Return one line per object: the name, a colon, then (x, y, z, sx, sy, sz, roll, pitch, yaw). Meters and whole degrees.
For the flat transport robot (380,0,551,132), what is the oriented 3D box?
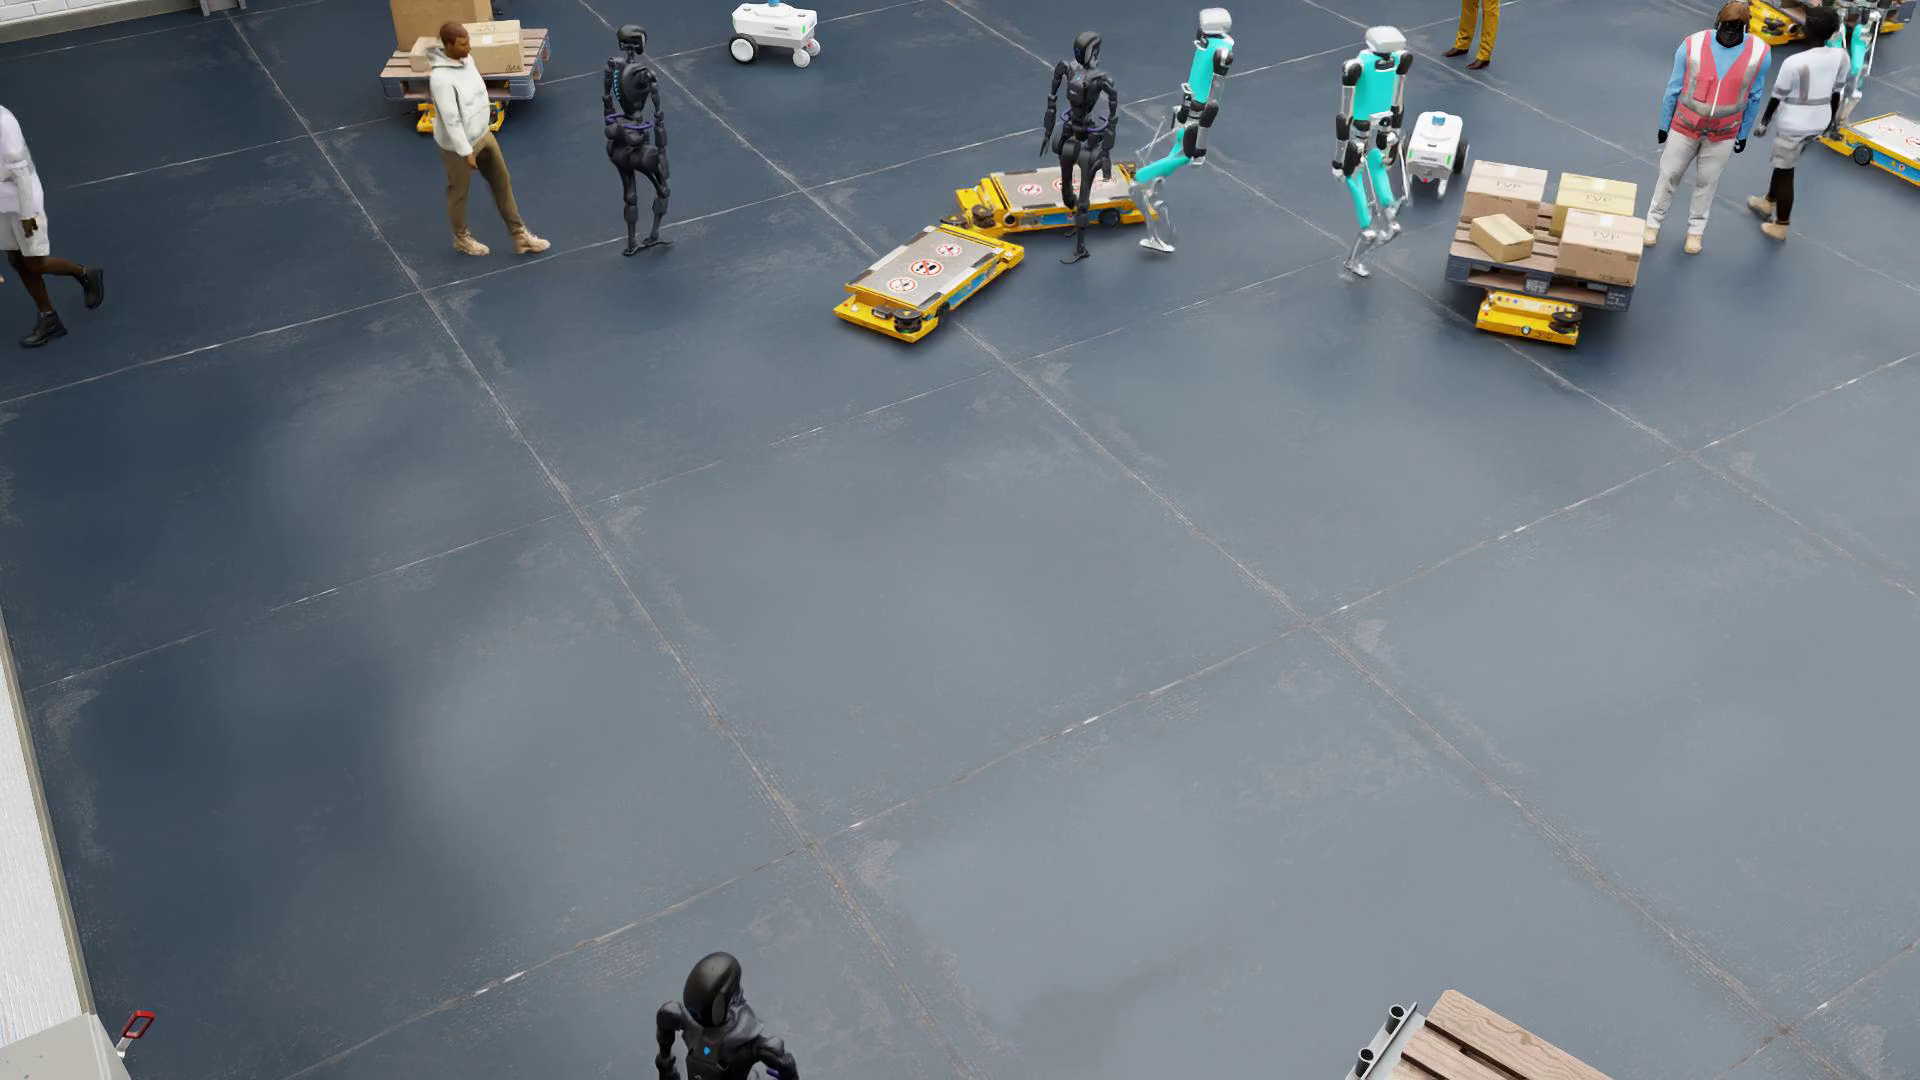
flat transport robot: (-4.135, -3.843, 14.141, 0.659, 0.231, 1.431, -1, 38, -1)

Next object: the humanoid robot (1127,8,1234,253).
humanoid robot: (1.446, -2.808, 11.684, 0.821, 1.802, 0.530, -6, 39, -7)

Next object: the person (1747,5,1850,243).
person: (5.966, -3.016, 11.966, 0.548, 1.658, 0.703, -14, 40, -17)

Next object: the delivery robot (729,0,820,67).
delivery robot: (-1.647, -4.549, 14.777, 0.745, 0.565, 0.499, 10, 39, 12)

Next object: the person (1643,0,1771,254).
person: (5.229, -2.895, 11.693, 0.628, 1.835, 0.431, 12, 40, 15)

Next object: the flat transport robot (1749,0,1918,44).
flat transport robot: (7.937, -4.862, 15.426, 1.431, 0.231, 0.659, -9, 39, -11)

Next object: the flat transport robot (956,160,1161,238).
flat transport robot: (0.737, -2.565, 12.528, 1.431, 0.231, 0.659, -8, 39, -10)

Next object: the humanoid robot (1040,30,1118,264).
humanoid robot: (0.832, -2.816, 11.726, 0.609, 1.635, 0.599, 24, 44, 27)

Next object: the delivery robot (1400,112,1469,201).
delivery robot: (3.667, -3.021, 12.885, 0.499, 0.608, 0.797, 13, 40, 15)

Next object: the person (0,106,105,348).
person: (-6.113, -2.191, 10.759, 0.588, 1.876, 0.651, 21, 43, 24)

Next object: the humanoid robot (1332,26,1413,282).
humanoid robot: (2.861, -2.522, 11.315, 0.531, 1.827, 0.671, -17, 42, -20)

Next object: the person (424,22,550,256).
person: (-3.349, -2.746, 11.571, 0.766, 1.738, 0.536, 13, 40, 16)

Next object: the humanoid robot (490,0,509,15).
humanoid robot: (-4.387, -5.688, 15.340, 0.424, 1.643, 0.611, -7, 39, -8)

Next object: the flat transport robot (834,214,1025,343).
flat transport robot: (-0.197, -1.841, 11.614, 0.659, 0.231, 1.431, 22, 43, 26)

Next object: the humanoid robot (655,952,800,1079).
humanoid robot: (-0.729, 1.973, 5.672, 0.589, 1.649, 0.427, 14, 40, 17)

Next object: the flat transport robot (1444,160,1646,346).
flat transport robot: (4.031, -1.833, 11.604, 0.659, 0.231, 1.431, 13, 40, 16)

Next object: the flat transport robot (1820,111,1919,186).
flat transport robot: (7.583, -2.990, 13.064, 0.659, 0.231, 1.431, -18, 42, -21)

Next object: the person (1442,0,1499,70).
person: (4.530, -4.973, 14.379, 0.343, 1.747, 0.529, -18, 42, -21)

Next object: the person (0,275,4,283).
person: (-7.042, -2.766, 11.512, 0.569, 1.849, 0.905, -28, 46, -30)

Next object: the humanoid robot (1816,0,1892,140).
humanoid robot: (7.058, -3.955, 13.098, 0.538, 1.789, 0.742, 2, 38, 2)

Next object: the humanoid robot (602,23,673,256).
humanoid robot: (-2.291, -2.801, 11.704, 0.614, 1.643, 0.407, 25, 45, 28)
